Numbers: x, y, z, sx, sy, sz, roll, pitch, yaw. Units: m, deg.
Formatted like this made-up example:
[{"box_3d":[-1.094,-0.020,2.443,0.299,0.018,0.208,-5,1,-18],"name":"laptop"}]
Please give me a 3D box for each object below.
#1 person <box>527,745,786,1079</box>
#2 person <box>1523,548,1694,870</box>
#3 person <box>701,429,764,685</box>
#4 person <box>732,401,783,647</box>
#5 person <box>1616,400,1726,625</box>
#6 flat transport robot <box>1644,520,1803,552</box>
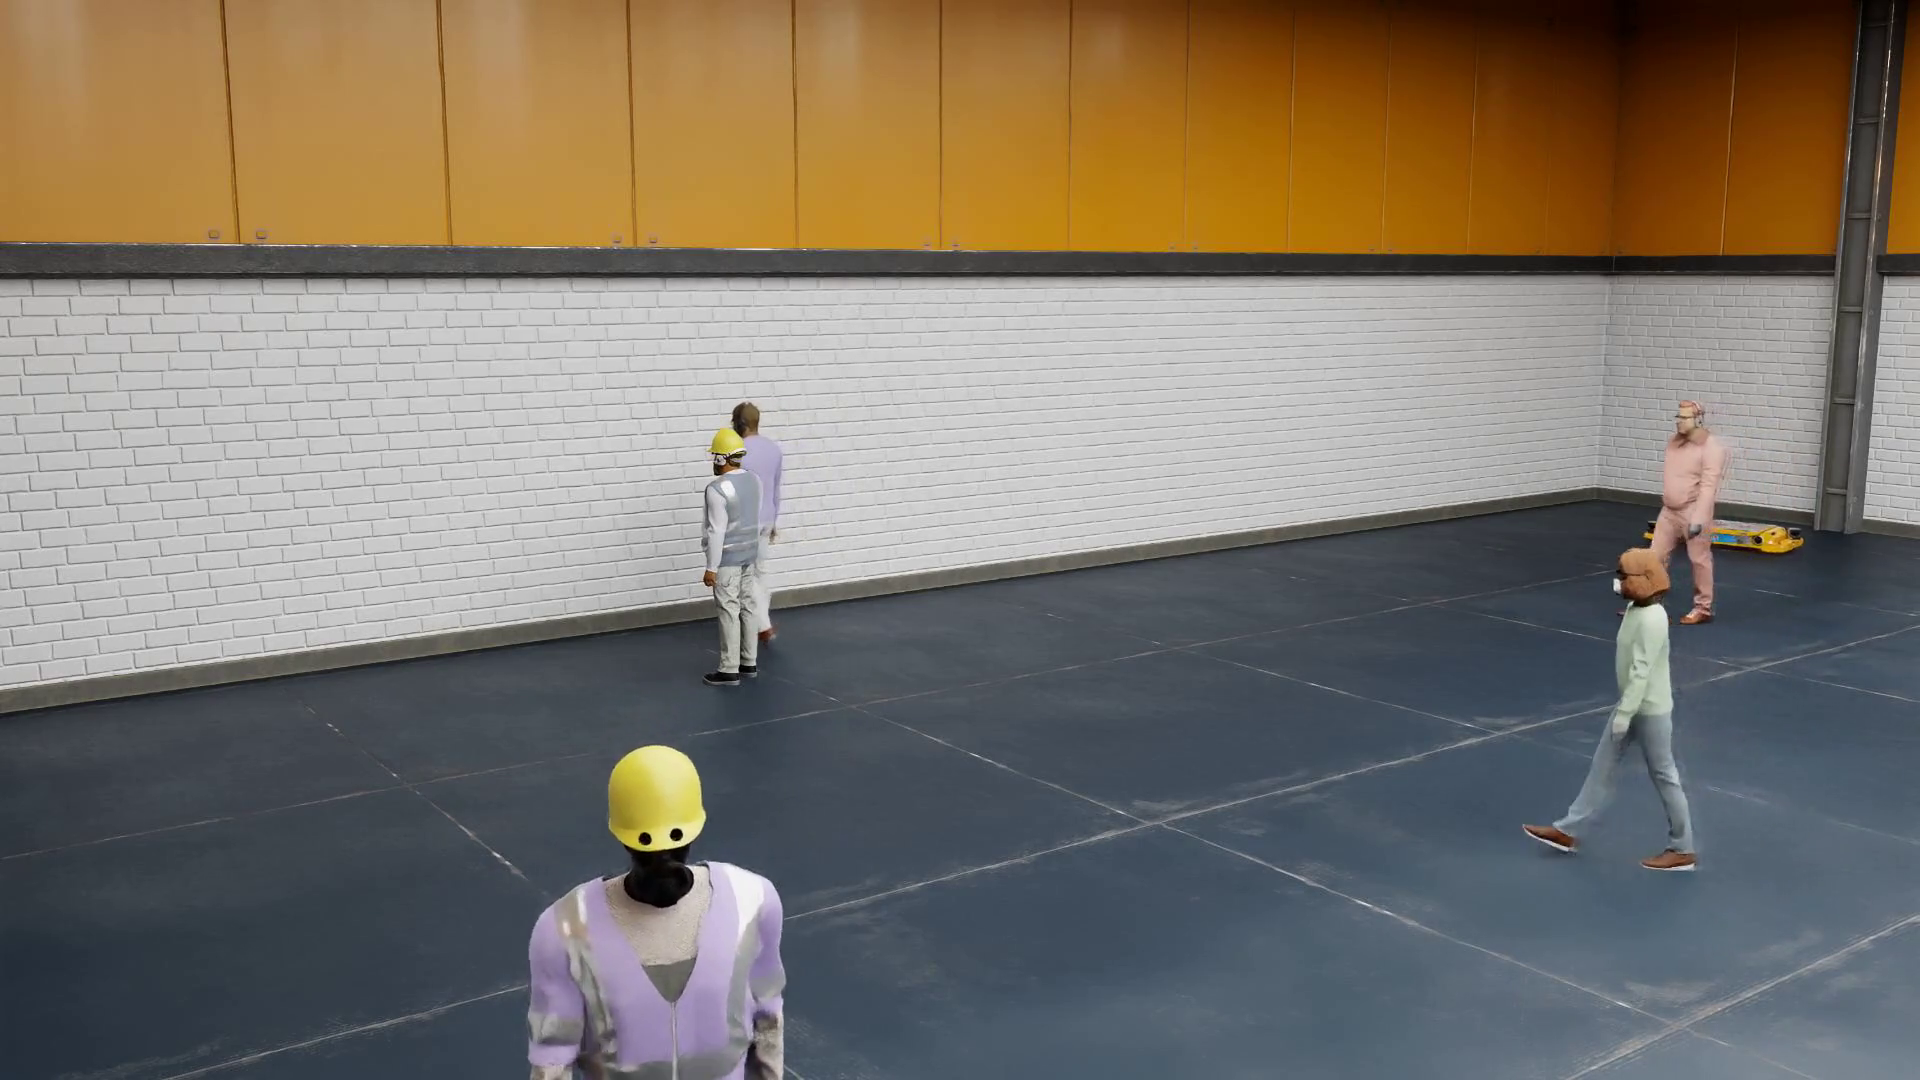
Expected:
[{"box_3d":[-0.654,1.406,3.766,0.610,1.889,0.892,-3,10,-17],"name":"person"},{"box_3d":[3.252,0.836,8.198,0.847,1.591,0.520,1,9,8],"name":"person"},{"box_3d":[-1.644,0.120,11.886,0.403,1.833,0.590,4,10,25],"name":"person"},{"box_3d":[-1.637,-0.124,13.100,0.477,1.940,0.638,6,11,33],"name":"person"},{"box_3d":[5.902,-0.208,13.744,0.892,1.874,0.658,-3,10,-16],"name":"person"},{"box_3d":[8.201,-0.072,17.874,1.431,0.197,0.652,8,12,41],"name":"flat transport robot"}]
